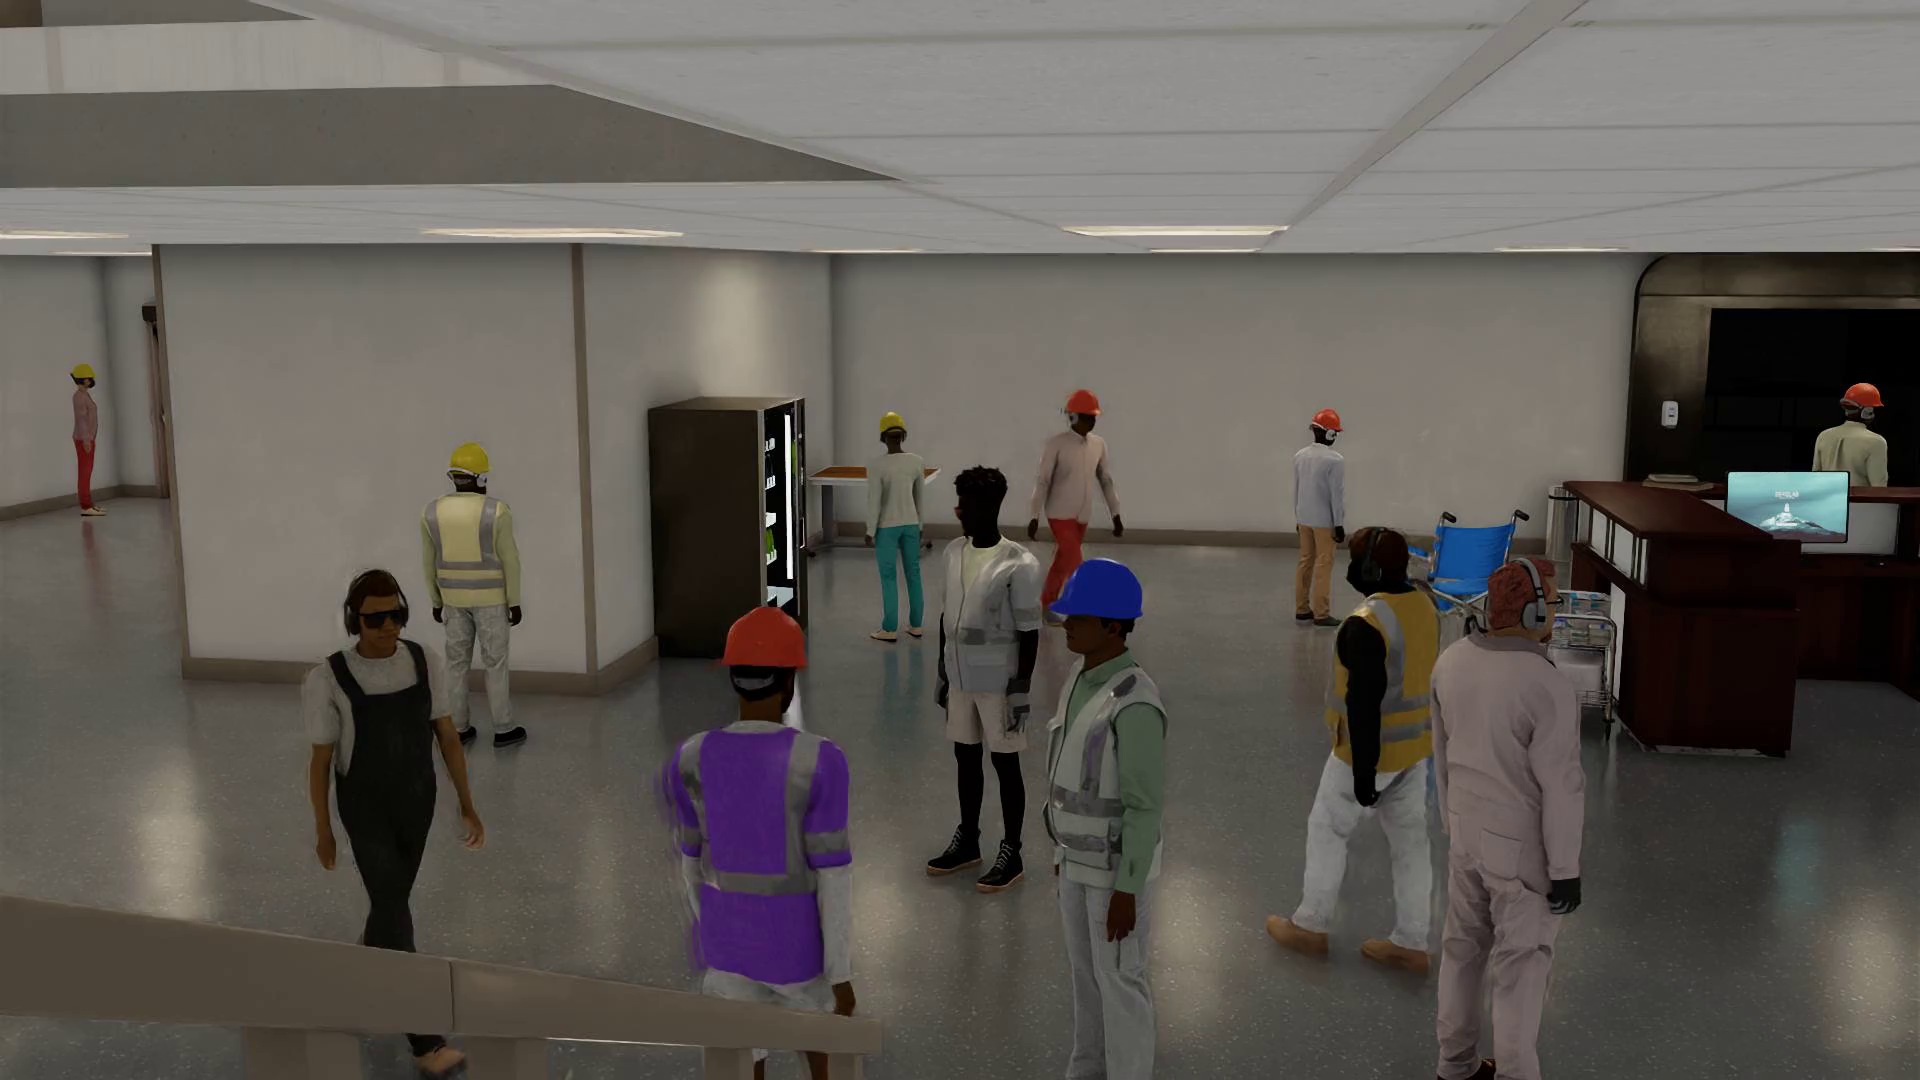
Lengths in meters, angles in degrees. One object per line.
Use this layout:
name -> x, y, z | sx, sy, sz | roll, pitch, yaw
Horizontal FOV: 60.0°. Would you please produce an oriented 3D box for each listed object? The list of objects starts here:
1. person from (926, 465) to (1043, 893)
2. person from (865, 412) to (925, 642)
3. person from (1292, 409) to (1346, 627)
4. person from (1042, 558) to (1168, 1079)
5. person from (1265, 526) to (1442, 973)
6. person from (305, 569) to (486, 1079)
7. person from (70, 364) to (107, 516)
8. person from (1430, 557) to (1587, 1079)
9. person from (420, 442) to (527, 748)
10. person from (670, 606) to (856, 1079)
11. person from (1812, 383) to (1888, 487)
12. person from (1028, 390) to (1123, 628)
person -> 0.108, 0.630, 7.687 | 0.607, 1.966, 0.367 | 9, 13, 44
person -> -0.507, -0.102, 12.820 | 0.529, 1.765, 0.327 | -6, 11, -35
person -> 2.906, -0.179, 13.358 | 0.352, 1.743, 0.564 | -5, 10, -27
person -> 0.455, 1.017, 5.350 | 0.381, 1.951, 0.605 | -3, 10, -18
person -> 1.626, 0.838, 6.854 | 0.650, 1.815, 0.799 | -9, 13, -44
person -> -2.036, 0.990, 5.992 | 0.970, 1.794, 0.511 | 8, 12, 41
person -> -10.159, -1.166, 19.374 | 0.317, 1.769, 0.522 | -4, 10, -22
person -> 1.854, 1.002, 5.578 | 0.410, 1.908, 0.642 | -4, 10, -22
person -> -2.889, 0.332, 9.932 | 0.588, 1.835, 0.403 | 1, 9, 8
person -> -0.512, 1.129, 4.826 | 0.566, 1.891, 0.906 | 3, 10, 16
person -> 6.833, -0.209, 12.772 | 0.396, 1.992, 0.619 | -4, 10, -22
person -> 0.896, -0.207, 12.977 | 0.649, 1.933, 1.043 | -8, 12, -40
